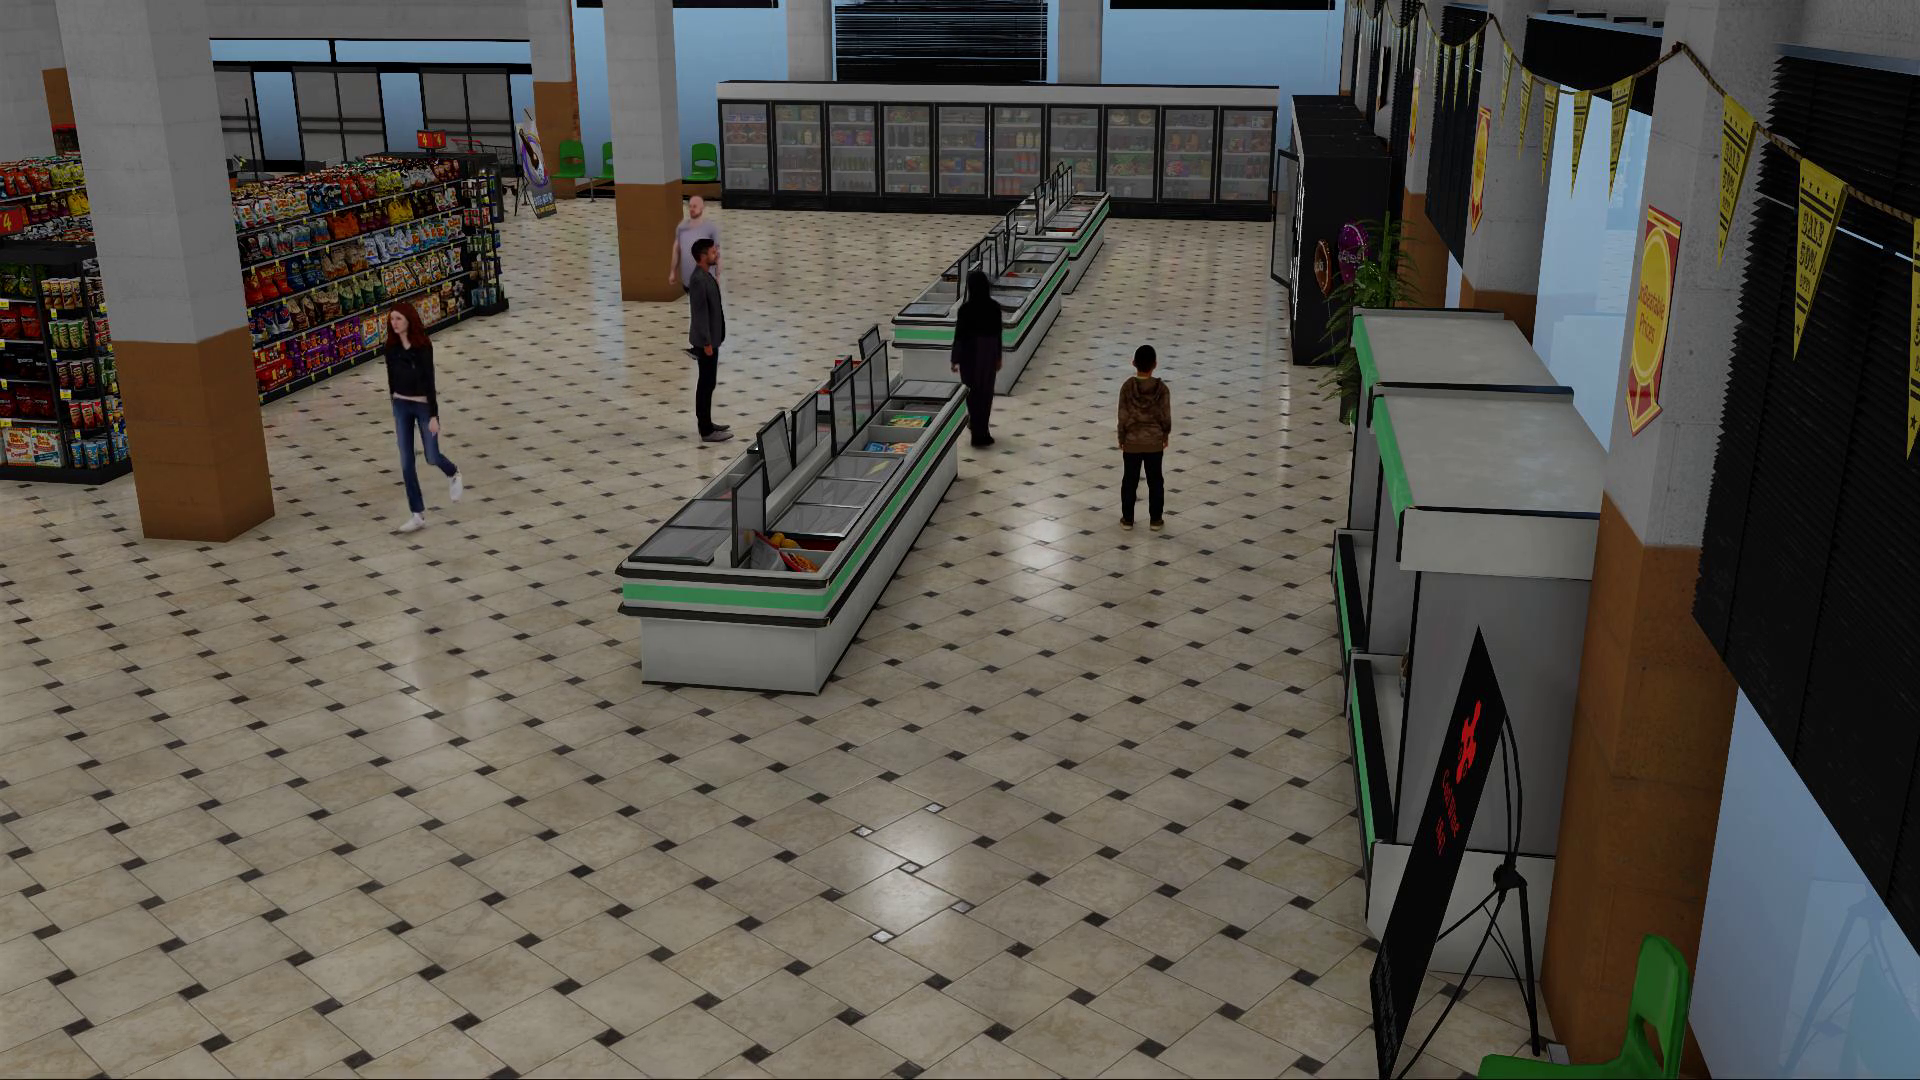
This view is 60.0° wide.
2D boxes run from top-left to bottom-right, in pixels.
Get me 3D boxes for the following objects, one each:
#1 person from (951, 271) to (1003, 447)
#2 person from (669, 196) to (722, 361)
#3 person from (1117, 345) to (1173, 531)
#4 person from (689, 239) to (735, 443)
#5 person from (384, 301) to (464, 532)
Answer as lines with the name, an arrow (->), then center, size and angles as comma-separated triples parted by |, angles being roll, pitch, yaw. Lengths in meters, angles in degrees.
person -> 0.189, -1.653, 15.215 | 0.937, 1.616, 1.060 | -8, 20, -22
person -> -2.938, -2.966, 18.831 | 0.824, 1.795, 1.182 | 7, 20, 20
person -> 1.424, -0.791, 12.911 | 0.588, 1.455, 0.586 | 2, 19, 4
person -> -2.355, -1.869, 15.453 | 0.826, 1.873, 0.668 | -4, 19, -11
person -> -4.187, -0.975, 12.970 | 0.617, 1.766, 1.006 | 4, 19, 13
